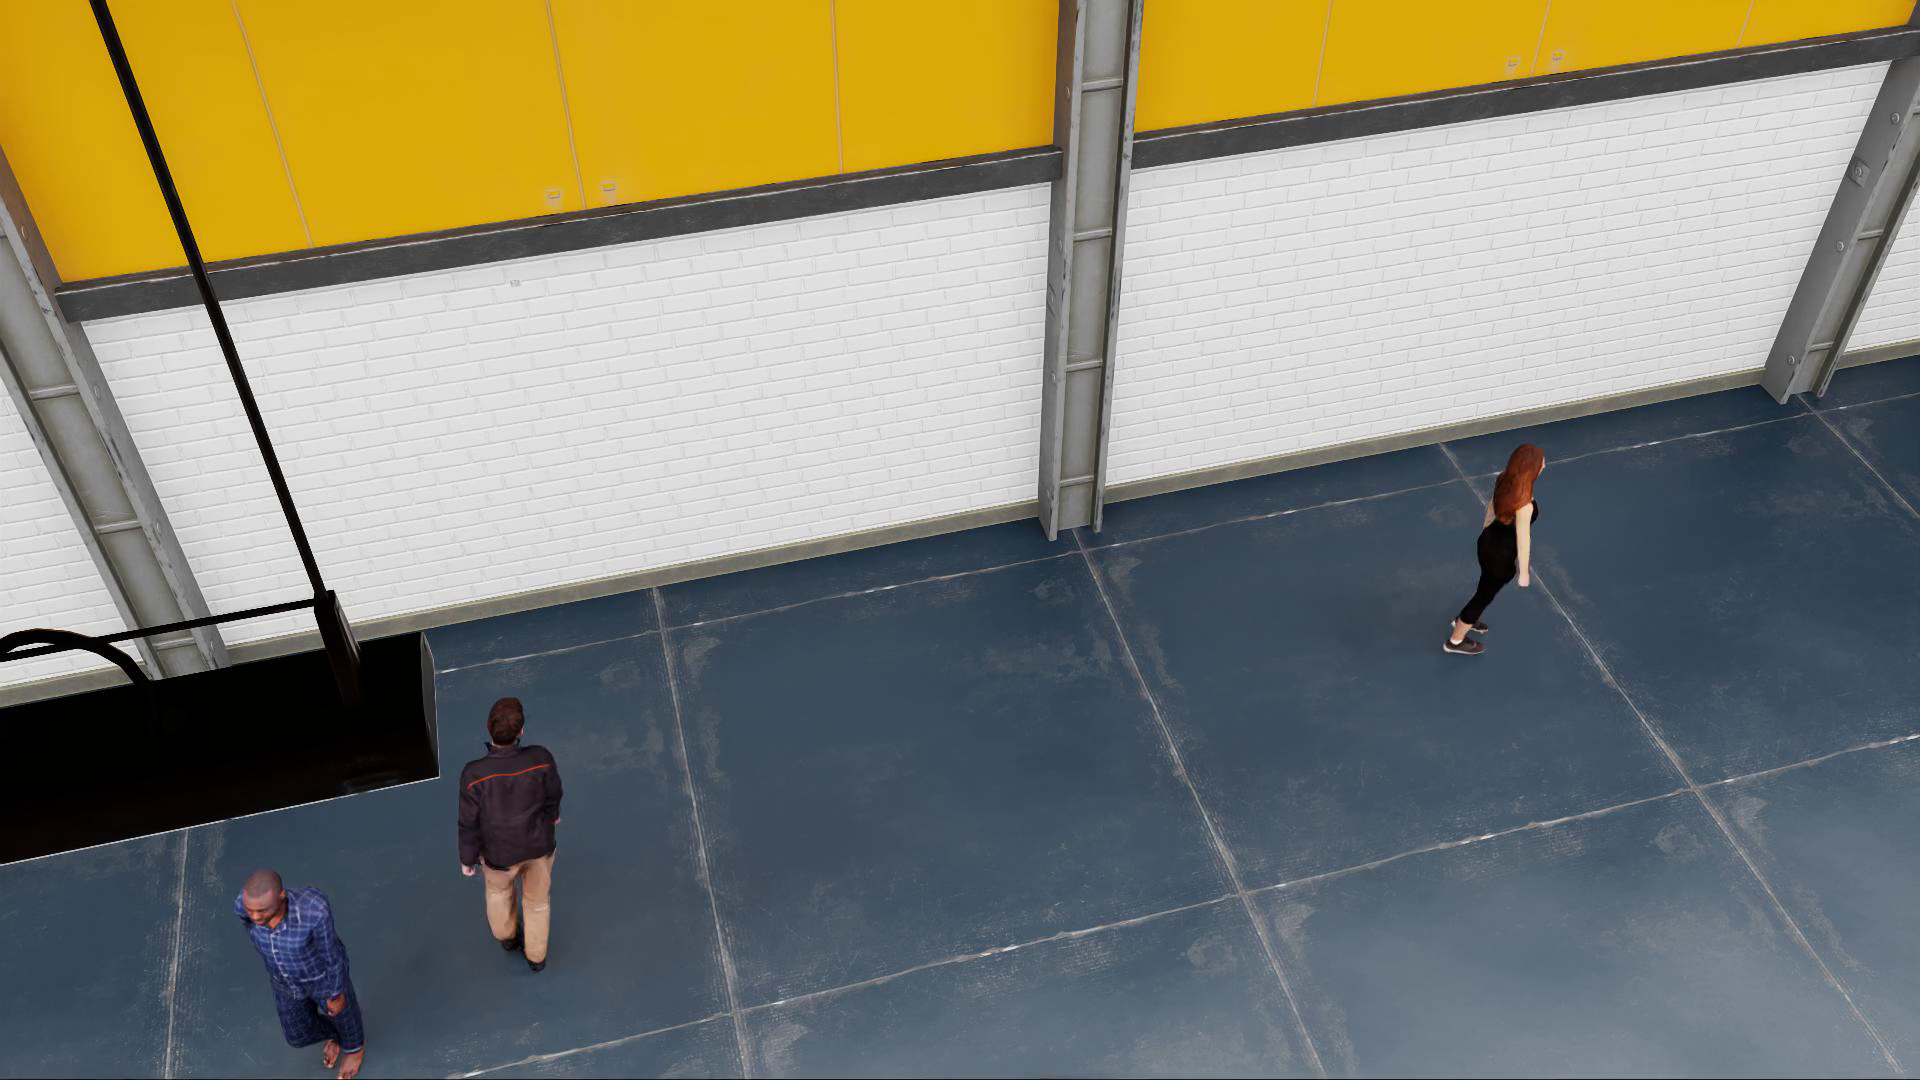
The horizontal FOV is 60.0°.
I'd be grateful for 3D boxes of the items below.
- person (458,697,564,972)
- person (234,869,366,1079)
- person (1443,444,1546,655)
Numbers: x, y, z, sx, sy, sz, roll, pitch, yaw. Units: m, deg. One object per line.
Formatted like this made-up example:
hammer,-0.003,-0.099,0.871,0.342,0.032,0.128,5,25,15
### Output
person,-2.314,1.661,8.809,0.745,1.885,0.894,-24,49,-23
person,-3.230,2.109,8.398,0.677,1.803,0.804,5,44,5
person,3.331,0.084,10.591,0.695,1.711,0.658,2,44,2
